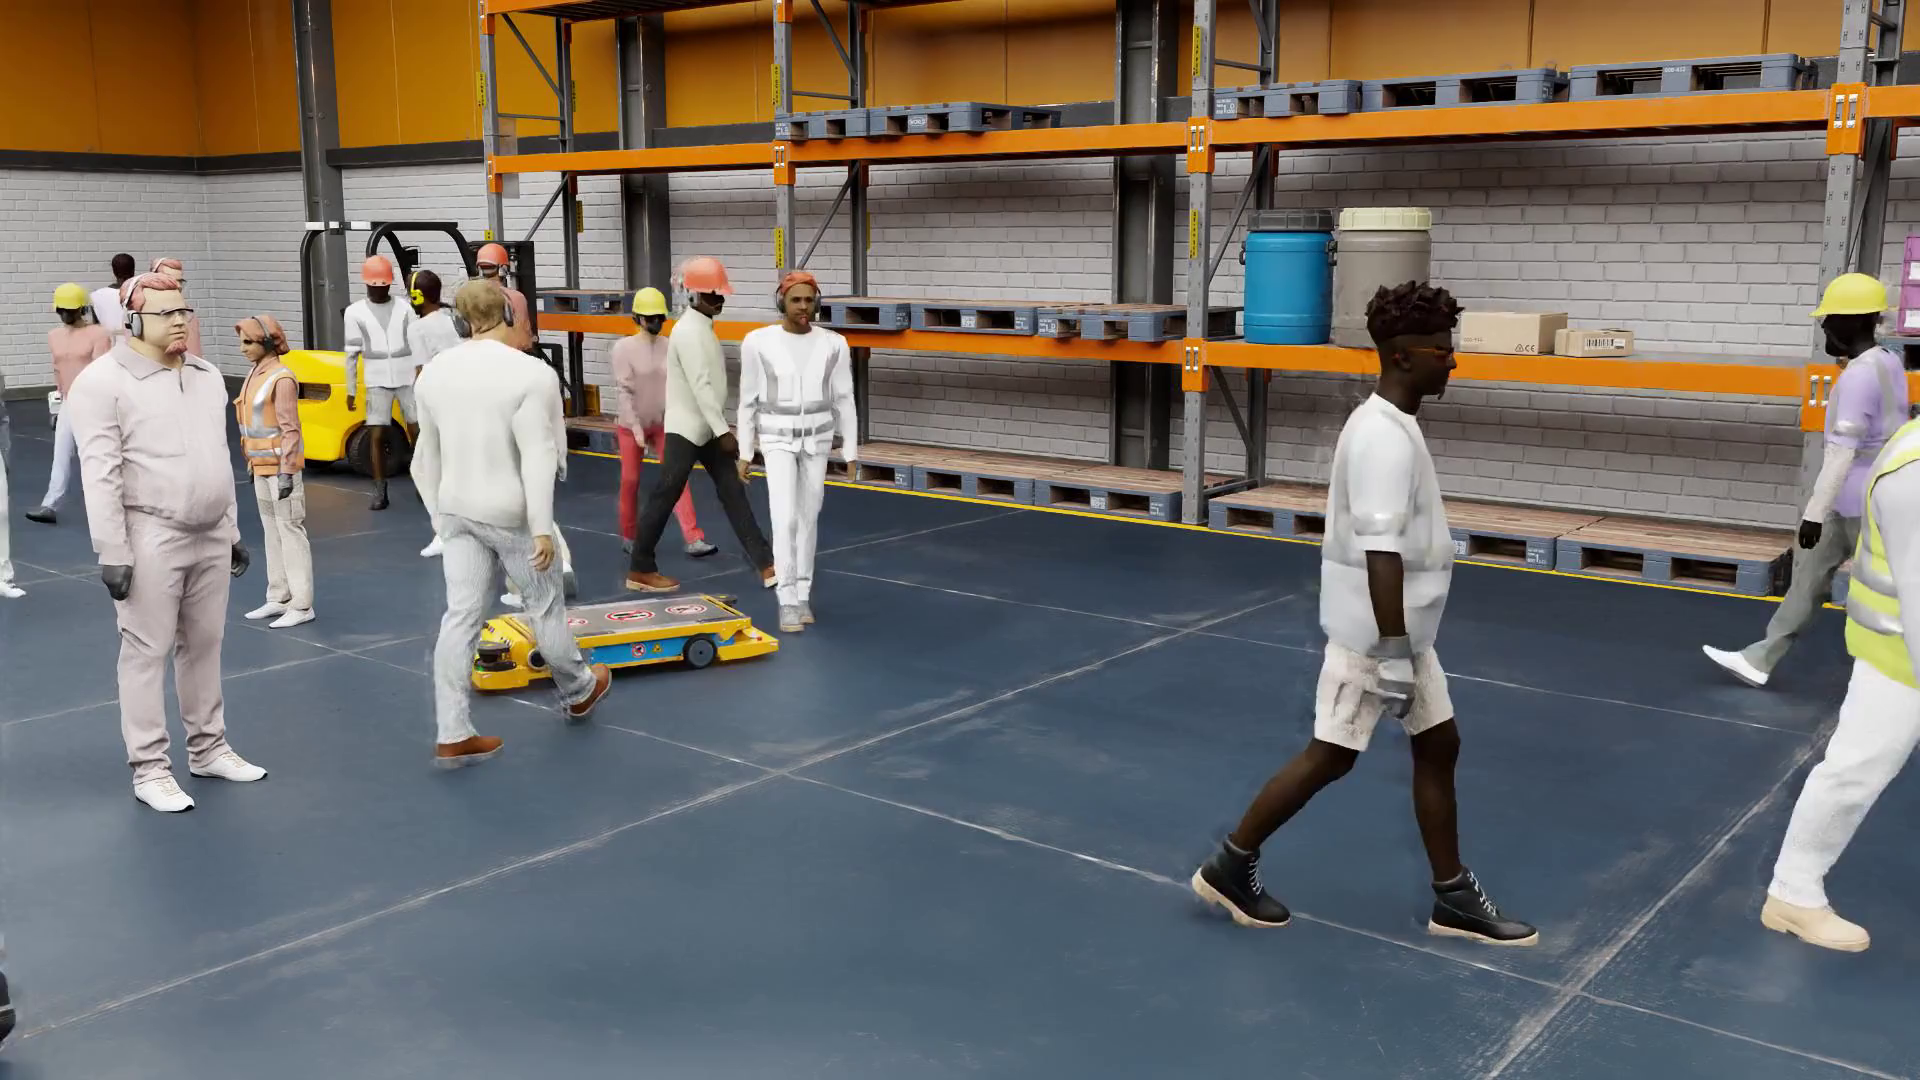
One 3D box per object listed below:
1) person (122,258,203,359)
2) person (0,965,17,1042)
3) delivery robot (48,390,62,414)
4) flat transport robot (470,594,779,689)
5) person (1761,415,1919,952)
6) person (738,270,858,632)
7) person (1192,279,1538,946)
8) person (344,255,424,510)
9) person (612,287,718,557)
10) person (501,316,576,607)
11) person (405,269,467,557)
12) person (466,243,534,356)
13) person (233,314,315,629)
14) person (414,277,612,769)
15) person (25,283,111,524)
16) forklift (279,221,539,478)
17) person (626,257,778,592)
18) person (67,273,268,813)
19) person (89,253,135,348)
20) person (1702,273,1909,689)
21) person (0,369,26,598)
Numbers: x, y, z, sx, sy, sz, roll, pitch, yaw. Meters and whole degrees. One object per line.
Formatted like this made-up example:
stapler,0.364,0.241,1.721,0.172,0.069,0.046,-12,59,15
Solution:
person,-5.455,-0.998,11.551,0.406,1.901,0.639,2,10,11
person,-2.729,0.348,4.079,0.844,1.913,0.637,8,13,38
delivery robot,-9.553,-1.532,17.976,0.477,0.478,0.707,-1,10,-8
flat transport robot,-1.656,0.464,7.964,1.431,0.197,0.652,-6,12,-29
person,2.701,0.330,4.495,0.644,1.786,0.972,-10,14,-43
person,-0.811,-0.448,8.594,0.615,1.862,0.677,-4,11,-20
person,1.151,0.223,4.760,0.982,1.927,0.625,3,11,17
person,-4.305,-1.186,12.561,0.655,1.908,0.542,-4,11,-20
person,-1.895,-0.710,10.440,0.523,1.722,0.900,-9,13,-40
person,-2.361,-0.411,9.076,0.515,1.614,0.516,-8,13,-38
person,-3.288,-0.784,10.563,0.497,1.837,0.509,6,12,30
person,-3.668,-1.349,13.231,0.608,1.996,0.375,2,10,10
person,-3.601,-0.360,8.737,0.310,1.639,0.514,-9,14,-41
person,-1.801,-0.096,6.628,0.666,1.871,1.019,4,11,21
person,-6.279,-0.960,11.856,0.524,1.714,0.860,1,10,8
forklift,-4.922,-1.741,14.854,1.214,2.155,2.313,8,13,38
person,-1.439,-0.635,9.479,1.094,1.918,0.614,1,10,6
person,-2.826,0.001,5.996,0.407,1.908,0.641,3,11,19
person,-7.614,-1.674,15.311,0.610,1.896,0.716,-2,10,-10
person,3.772,-0.193,7.147,0.981,1.872,0.608,7,12,33
person,-5.660,-0.474,9.445,0.650,1.603,0.501,6,12,29
